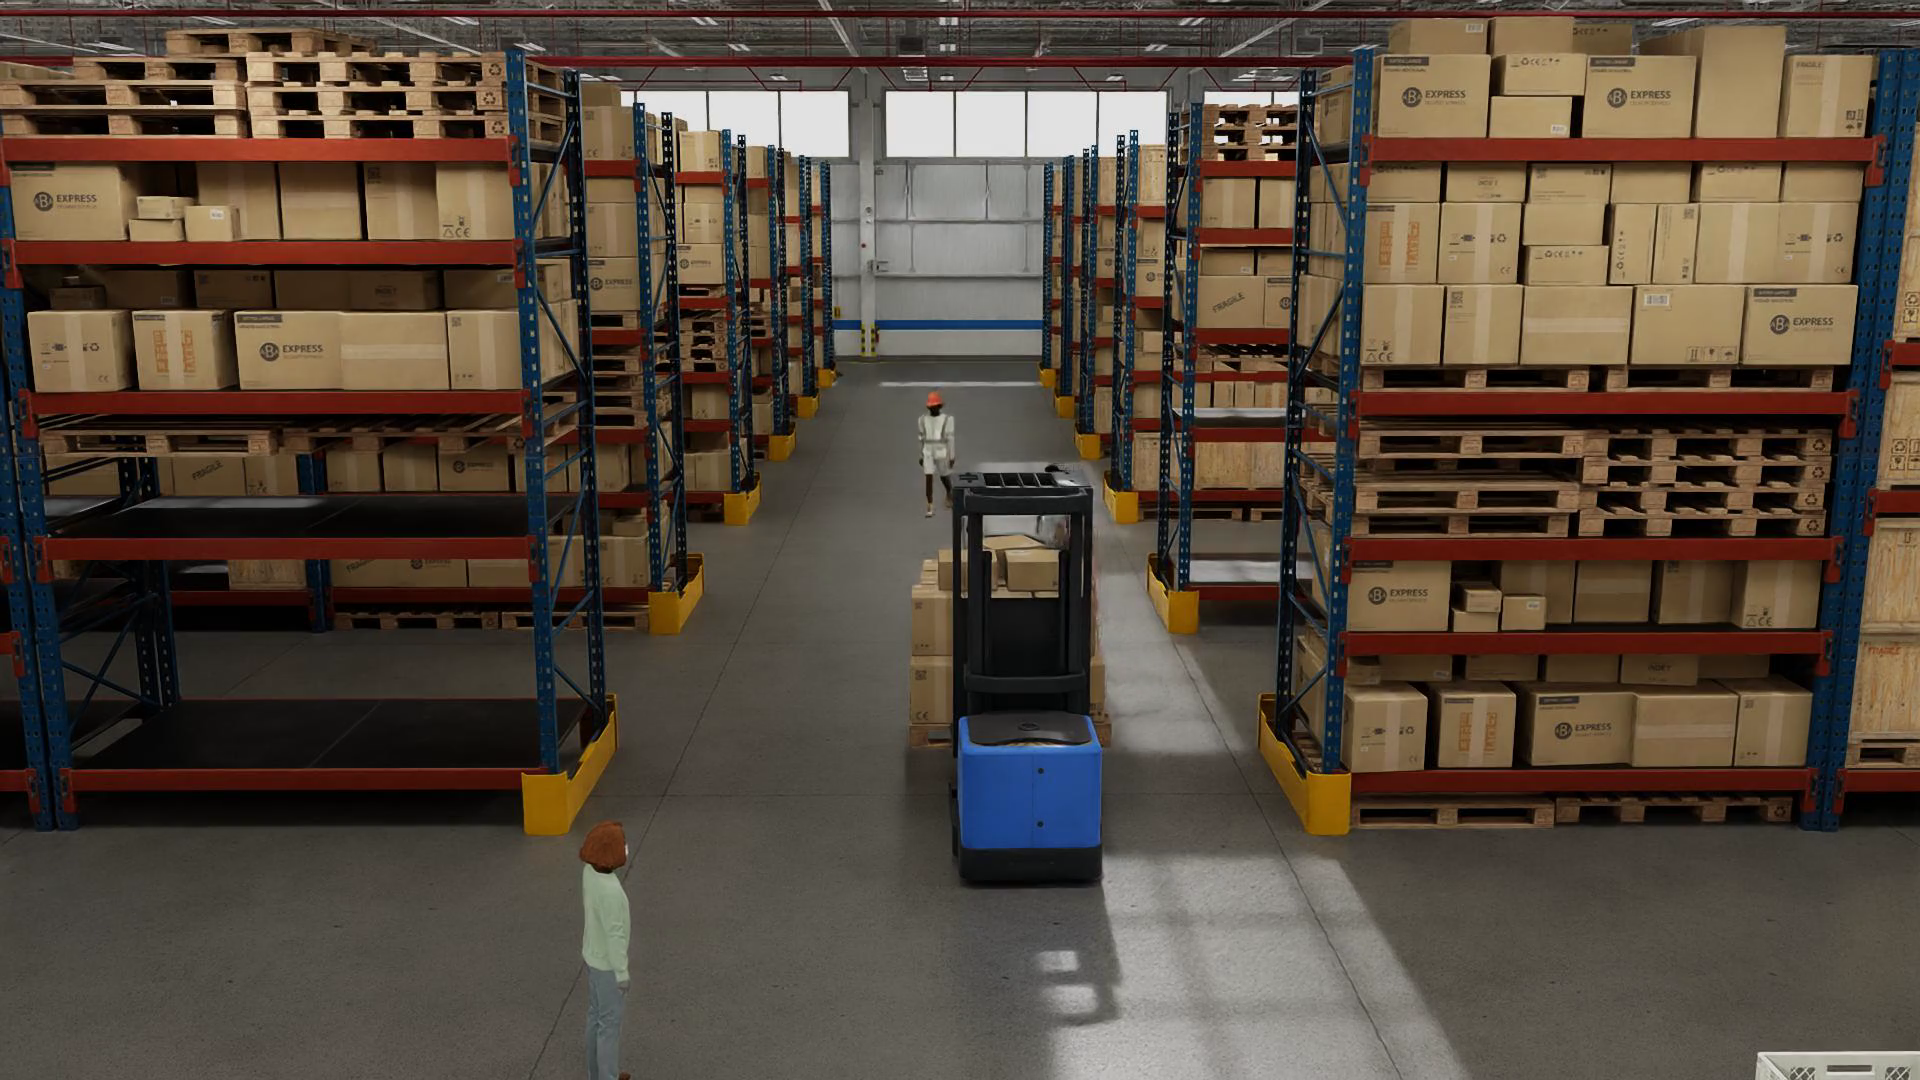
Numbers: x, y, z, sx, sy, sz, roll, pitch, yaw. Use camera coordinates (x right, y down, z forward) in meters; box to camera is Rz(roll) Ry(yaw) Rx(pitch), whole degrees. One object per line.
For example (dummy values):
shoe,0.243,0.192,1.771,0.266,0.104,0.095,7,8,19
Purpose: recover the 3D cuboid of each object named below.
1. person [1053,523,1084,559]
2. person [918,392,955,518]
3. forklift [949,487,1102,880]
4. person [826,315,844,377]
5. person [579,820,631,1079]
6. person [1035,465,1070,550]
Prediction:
person,0.946,0.757,16.431,0.864,1.872,0.680,1,11,3
person,-0.357,-1.411,26.870,0.612,2.016,0.892,3,12,15
forklift,0.495,0.986,12.813,1.129,2.768,1.873,0,11,-2
person,-3.855,-5.658,48.300,0.989,1.858,0.662,9,14,38
person,-1.944,2.337,9.220,0.280,1.634,0.498,-6,13,-26
person,1.225,-0.165,21.575,0.890,1.650,0.546,-7,13,-32
